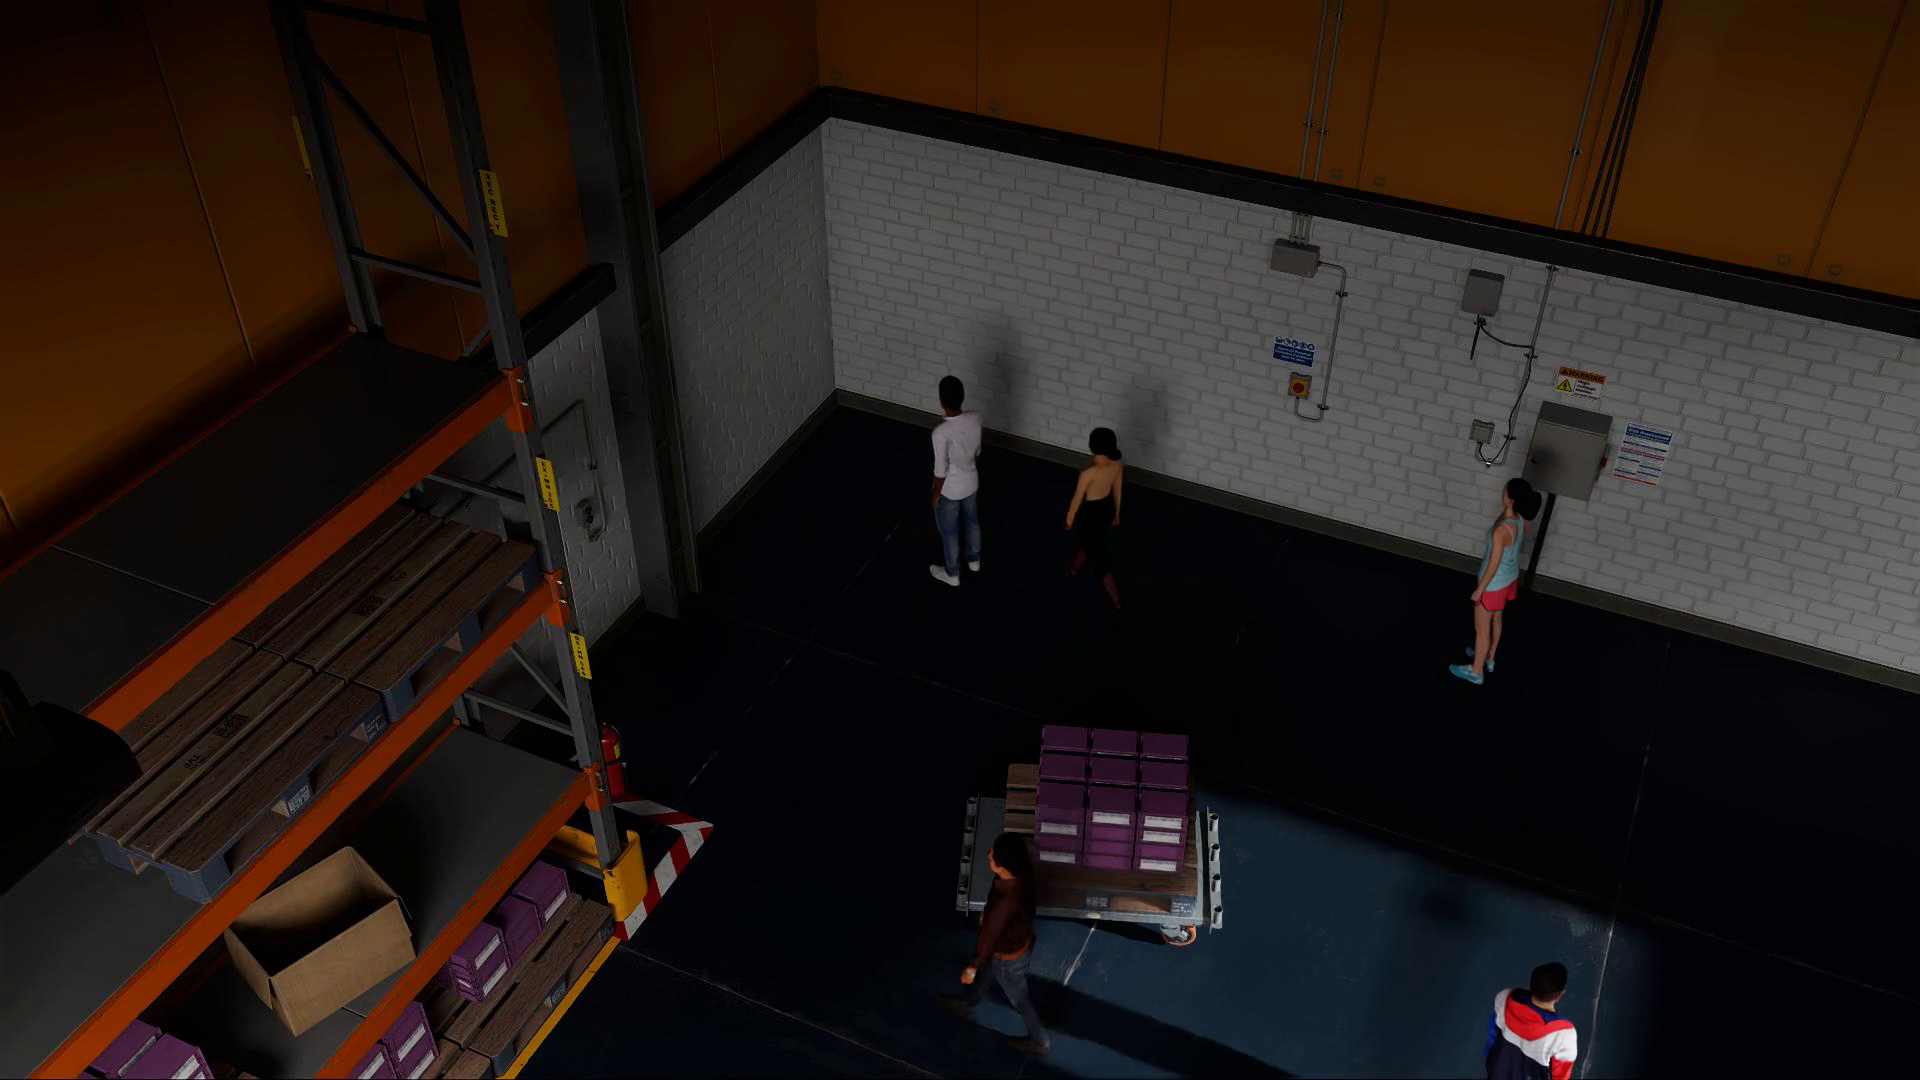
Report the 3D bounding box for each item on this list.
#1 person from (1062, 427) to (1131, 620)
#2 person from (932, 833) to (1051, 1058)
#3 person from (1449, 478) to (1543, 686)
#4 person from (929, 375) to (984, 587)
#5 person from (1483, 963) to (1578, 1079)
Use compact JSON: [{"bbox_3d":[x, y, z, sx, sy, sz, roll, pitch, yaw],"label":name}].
[{"bbox_3d":[1.075,-0.093,12.516,1.042,1.614,0.921,-28,47,-31],"label":"person"},{"bbox_3d":[0.368,2.338,9.362,0.824,1.751,0.981,9,40,11],"label":"person"},{"bbox_3d":[3.839,0.287,11.919,0.725,1.764,0.594,31,48,33],"label":"person"},{"bbox_3d":[-0.030,-0.456,12.815,0.635,1.809,0.775,-30,48,-32],"label":"person"},{"bbox_3d":[2.884,2.862,8.708,0.953,1.748,0.857,-24,44,-27],"label":"person"}]
